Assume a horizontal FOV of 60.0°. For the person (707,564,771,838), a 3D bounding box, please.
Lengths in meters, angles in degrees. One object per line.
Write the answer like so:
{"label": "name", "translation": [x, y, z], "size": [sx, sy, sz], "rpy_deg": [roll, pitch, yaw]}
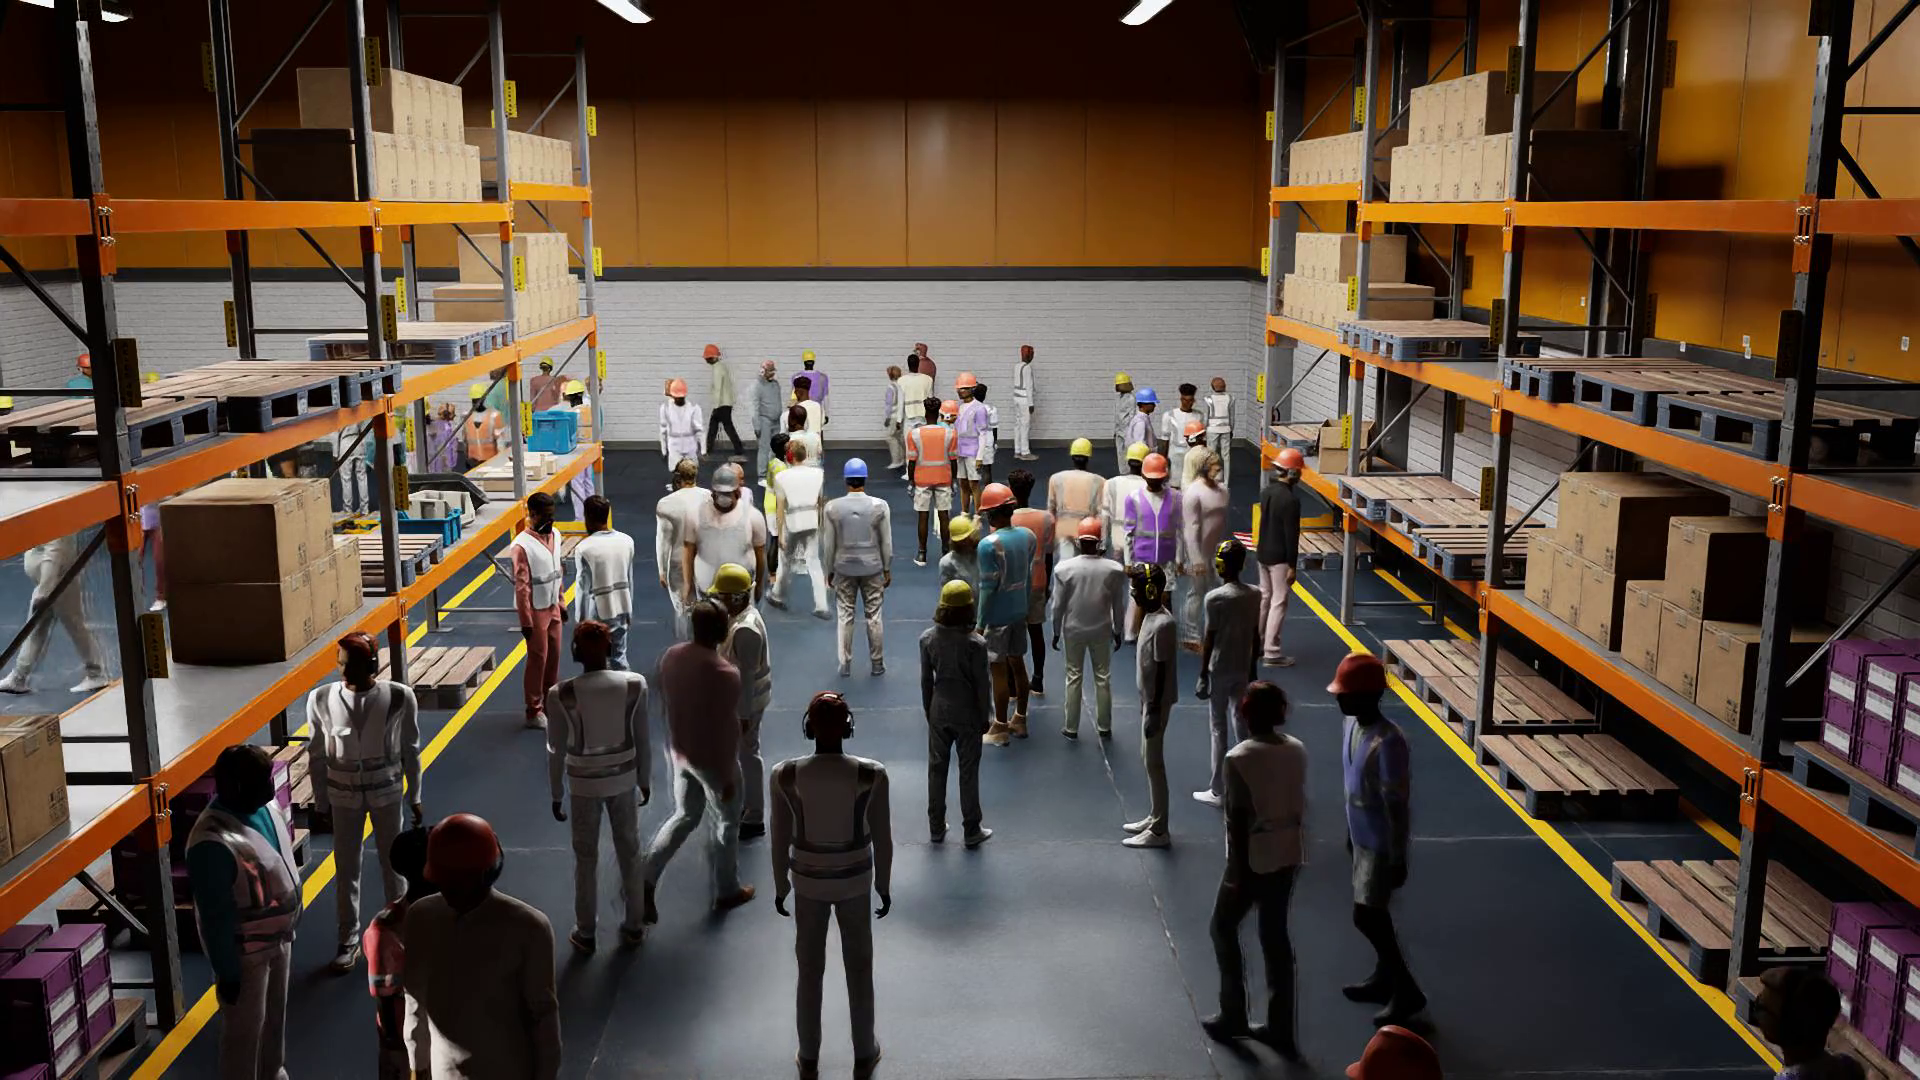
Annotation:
{"label": "person", "translation": [-1.447, 1.047, 10.940], "size": [0.404, 1.824, 0.588], "rpy_deg": [-3, 12, -14]}

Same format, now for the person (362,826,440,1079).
{"label": "person", "translation": [-2.142, 1.956, 6.689], "size": [0.322, 1.697, 0.533], "rpy_deg": [5, 12, 25]}

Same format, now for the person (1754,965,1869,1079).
{"label": "person", "translation": [2.648, 2.210, 5.177], "size": [0.520, 1.805, 0.954], "rpy_deg": [-9, 14, -37]}

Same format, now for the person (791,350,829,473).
{"label": "person", "translation": [-2.344, -2.005, 25.993], "size": [0.590, 1.919, 0.392], "rpy_deg": [-2, 12, -12]}

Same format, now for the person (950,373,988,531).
{"label": "person", "translation": [0.084, -1.114, 21.212], "size": [0.375, 2.042, 0.615], "rpy_deg": [-8, 14, -35]}

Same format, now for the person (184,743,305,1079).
{"label": "person", "translation": [-3.104, 1.770, 7.302], "size": [0.430, 1.832, 0.632], "rpy_deg": [0, 11, 1]}

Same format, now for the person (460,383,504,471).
{"label": "person", "translation": [-6.171, -1.101, 21.571], "size": [0.592, 1.891, 0.967], "rpy_deg": [0, 11, 2]}

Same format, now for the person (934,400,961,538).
{"label": "person", "translation": [-0.163, -0.888, 20.848], "size": [0.351, 1.738, 0.575], "rpy_deg": [-3, 12, -13]}

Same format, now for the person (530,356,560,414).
{"label": "person", "translation": [-6.637, -2.074, 26.760], "size": [0.532, 1.755, 0.341], "rpy_deg": [-1, 11, -3]}

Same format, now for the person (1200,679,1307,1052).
{"label": "person", "translation": [1.510, 1.597, 8.221], "size": [0.572, 1.798, 0.577], "rpy_deg": [-8, 14, -35]}

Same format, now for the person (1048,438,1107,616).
{"label": "person", "translation": [1.152, -0.072, 16.430], "size": [0.600, 1.876, 1.005], "rpy_deg": [1, 11, 7]}

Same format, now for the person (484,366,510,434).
{"label": "person", "translation": [-6.815, -1.651, 24.278], "size": [0.452, 1.900, 0.657], "rpy_deg": [1, 11, 4]}

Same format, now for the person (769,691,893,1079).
{"label": "person", "translation": [-0.602, 1.629, 7.860], "size": [0.575, 1.884, 0.355], "rpy_deg": [0, 11, -2]}

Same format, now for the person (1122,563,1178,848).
{"label": "person", "translation": [1.231, 1.063, 10.782], "size": [0.350, 1.856, 0.523], "rpy_deg": [0, 11, 0]}

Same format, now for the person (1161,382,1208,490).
{"label": "person", "translation": [2.815, -1.004, 20.855], "size": [0.626, 1.962, 0.361], "rpy_deg": [-2, 11, -10]}

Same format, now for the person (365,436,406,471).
{"label": "person", "translation": [-8.995, -1.983, 26.067], "size": [0.815, 1.856, 0.695], "rpy_deg": [-6, 13, -26]}

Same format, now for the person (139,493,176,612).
{"label": "person", "translation": [-8.206, -0.136, 16.753], "size": [0.621, 1.865, 0.914], "rpy_deg": [-2, 11, -8]}

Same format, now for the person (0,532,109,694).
{"label": "person", "translation": [-7.741, 0.419, 13.984], "size": [0.951, 1.866, 0.647], "rpy_deg": [-10, 15, -42]}

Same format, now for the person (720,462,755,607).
{"label": "person", "translation": [-2.217, 0.047, 16.405], "size": [0.307, 1.639, 0.525], "rpy_deg": [6, 13, 28]}

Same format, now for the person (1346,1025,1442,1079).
{"label": "person", "translation": [1.277, 2.273, 4.957], "size": [0.325, 1.752, 0.563], "rpy_deg": [8, 14, 35]}

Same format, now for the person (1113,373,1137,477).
{"label": "person", "translation": [2.388, -1.582, 24.342], "size": [0.326, 1.734, 0.490], "rpy_deg": [-6, 13, -26]}

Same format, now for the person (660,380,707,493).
{"label": "person", "translation": [-3.636, -1.174, 21.908], "size": [0.593, 1.879, 0.898], "rpy_deg": [-2, 11, -8]}

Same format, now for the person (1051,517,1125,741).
{"label": "person", "translation": [0.986, 0.688, 12.905], "size": [0.575, 1.749, 0.336], "rpy_deg": [-1, 11, -3]}

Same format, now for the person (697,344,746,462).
{"label": "person", "translation": [-3.933, -2.203, 26.943], "size": [0.965, 1.931, 0.638], "rpy_deg": [-2, 11, -10]}

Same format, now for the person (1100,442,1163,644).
{"label": "person", "translation": [1.660, 0.017, 15.895], "size": [0.603, 1.899, 0.639], "rpy_deg": [4, 12, 19]}

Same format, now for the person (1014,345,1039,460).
{"label": "person", "translation": [1.067, -2.266, 27.380], "size": [0.356, 1.887, 0.573], "rpy_deg": [-4, 12, -19]}

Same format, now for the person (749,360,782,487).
{"label": "person", "translation": [-2.835, -1.728, 24.683], "size": [0.398, 1.893, 0.658], "rpy_deg": [7, 13, 31]}

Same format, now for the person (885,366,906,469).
{"label": "person", "translation": [-1.022, -1.948, 26.421], "size": [0.310, 1.641, 0.522], "rpy_deg": [6, 13, 26]}

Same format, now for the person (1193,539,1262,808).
{"label": "person", "translation": [1.855, 0.919, 11.491], "size": [0.501, 1.860, 0.310], "rpy_deg": [-8, 14, -34]}

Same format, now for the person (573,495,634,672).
{"label": "person", "translation": [-2.765, 0.595, 12.992], "size": [0.405, 1.909, 0.597], "rpy_deg": [7, 13, 30]}

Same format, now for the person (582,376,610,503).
{"label": "person", "translation": [-5.070, -1.363, 22.976], "size": [0.343, 1.839, 0.502], "rpy_deg": [-1, 11, -3]}
